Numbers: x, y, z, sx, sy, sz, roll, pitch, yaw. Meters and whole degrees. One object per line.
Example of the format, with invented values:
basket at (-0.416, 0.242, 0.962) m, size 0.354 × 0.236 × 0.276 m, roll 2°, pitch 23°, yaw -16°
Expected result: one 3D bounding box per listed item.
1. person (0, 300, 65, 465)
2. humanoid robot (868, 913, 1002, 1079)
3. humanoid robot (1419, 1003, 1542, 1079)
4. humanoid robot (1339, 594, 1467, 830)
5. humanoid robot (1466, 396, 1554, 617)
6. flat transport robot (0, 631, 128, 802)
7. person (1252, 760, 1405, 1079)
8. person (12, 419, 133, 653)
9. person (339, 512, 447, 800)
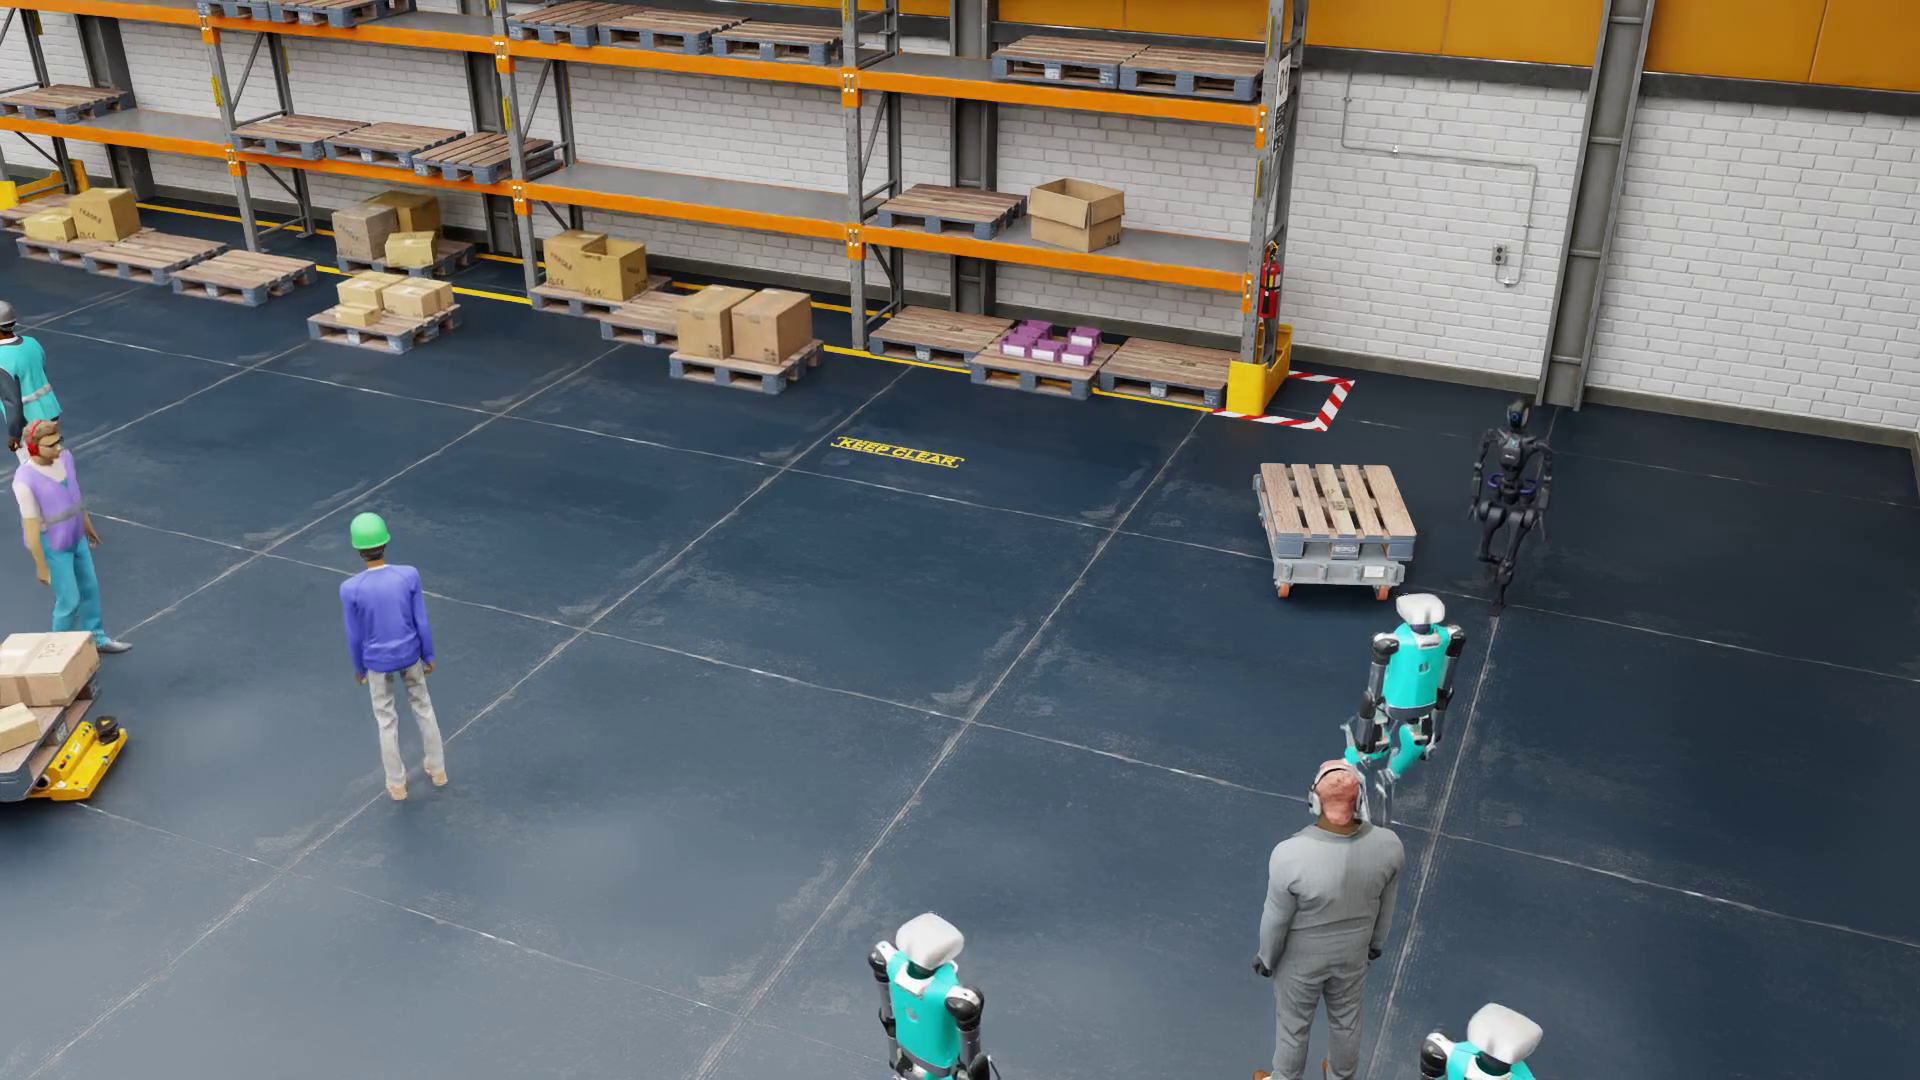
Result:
person at (-7.214, -0.942, 12.936) m, size 0.431 × 1.938 × 0.558 m, roll 2°, pitch 27°, yaw 4°
humanoid robot at (0.037, 2.244, 7.070) m, size 0.534 × 1.879 × 0.822 m, roll 20°, pitch 33°, yaw 34°
humanoid robot at (2.091, 2.488, 6.616) m, size 0.541 × 1.887 × 0.743 m, roll 18°, pitch 32°, yaw 31°
humanoid robot at (2.387, 1.063, 9.379) m, size 0.541 × 1.887 × 0.689 m, roll -7°, pitch 28°, yaw -13°
humanoid robot at (3.985, -0.276, 11.943) m, size 0.602 × 1.644 × 0.531 m, roll 16°, pitch 31°, yaw 29°
flat transport robot at (-6.010, 1.372, 10.272) m, size 1.431 × 0.231 × 0.659 m, roll -2°, pitch 27°, yaw -4°
person at (1.645, 1.834, 7.599) m, size 0.639 × 1.902 × 0.410 m, roll -6°, pitch 28°, yaw -11°
person at (-6.035, 0.032, 11.177) m, size 0.416 × 1.829 × 0.620 m, roll 1°, pitch 27°, yaw 2°
person at (-3.363, 0.691, 9.849) m, size 0.472 × 1.868 × 0.363 m, roll -17°, pitch 32°, yaw -29°
